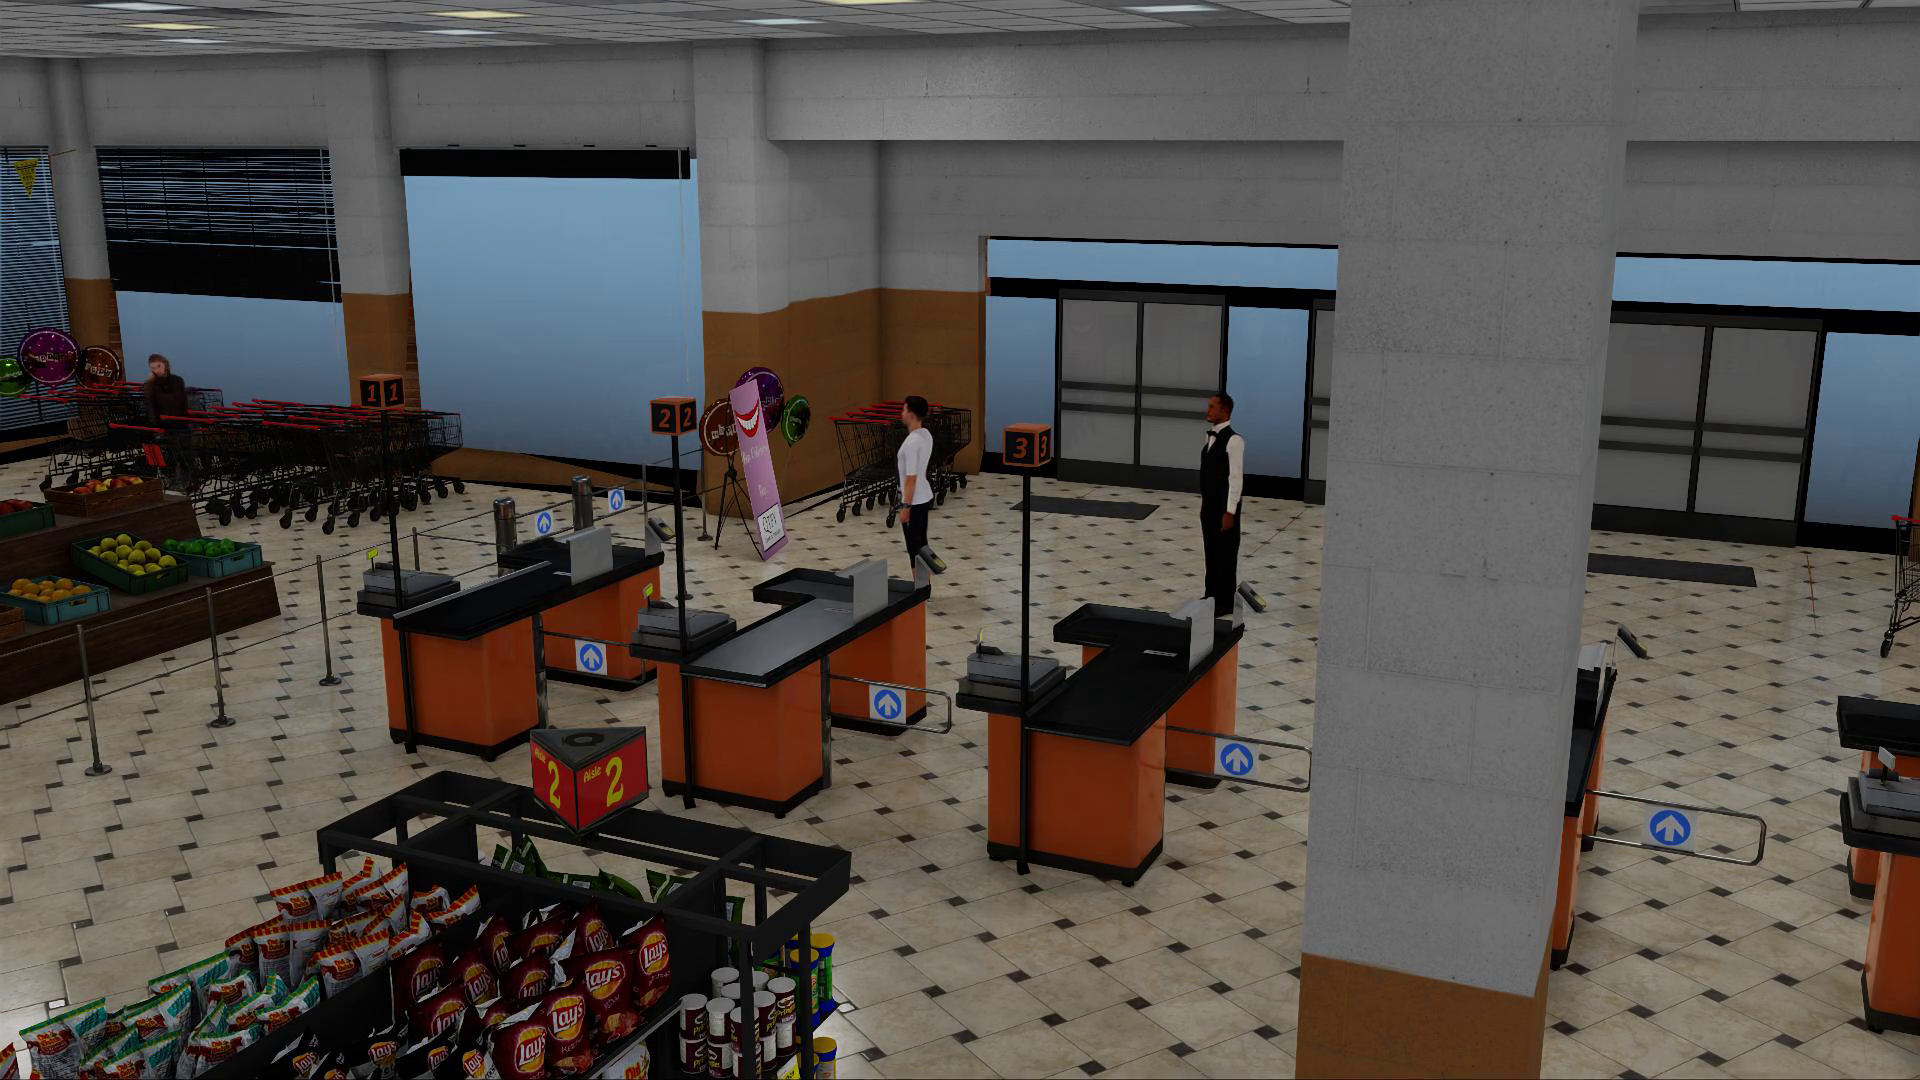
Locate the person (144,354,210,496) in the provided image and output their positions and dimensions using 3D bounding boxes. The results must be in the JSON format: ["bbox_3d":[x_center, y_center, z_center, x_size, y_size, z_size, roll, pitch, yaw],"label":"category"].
[{"bbox_3d":[-8.934,-1.282,18.855,0.896,1.664,0.682,7,15,27],"label":"person"}]

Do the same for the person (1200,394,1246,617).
[{"bbox_3d":[2.248,-0.312,14.319,0.829,1.918,0.762,-5,14,-18],"label":"person"}]

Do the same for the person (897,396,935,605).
[{"bbox_3d":[-0.380,-0.356,14.640,0.761,1.851,0.556,4,14,16],"label":"person"}]
